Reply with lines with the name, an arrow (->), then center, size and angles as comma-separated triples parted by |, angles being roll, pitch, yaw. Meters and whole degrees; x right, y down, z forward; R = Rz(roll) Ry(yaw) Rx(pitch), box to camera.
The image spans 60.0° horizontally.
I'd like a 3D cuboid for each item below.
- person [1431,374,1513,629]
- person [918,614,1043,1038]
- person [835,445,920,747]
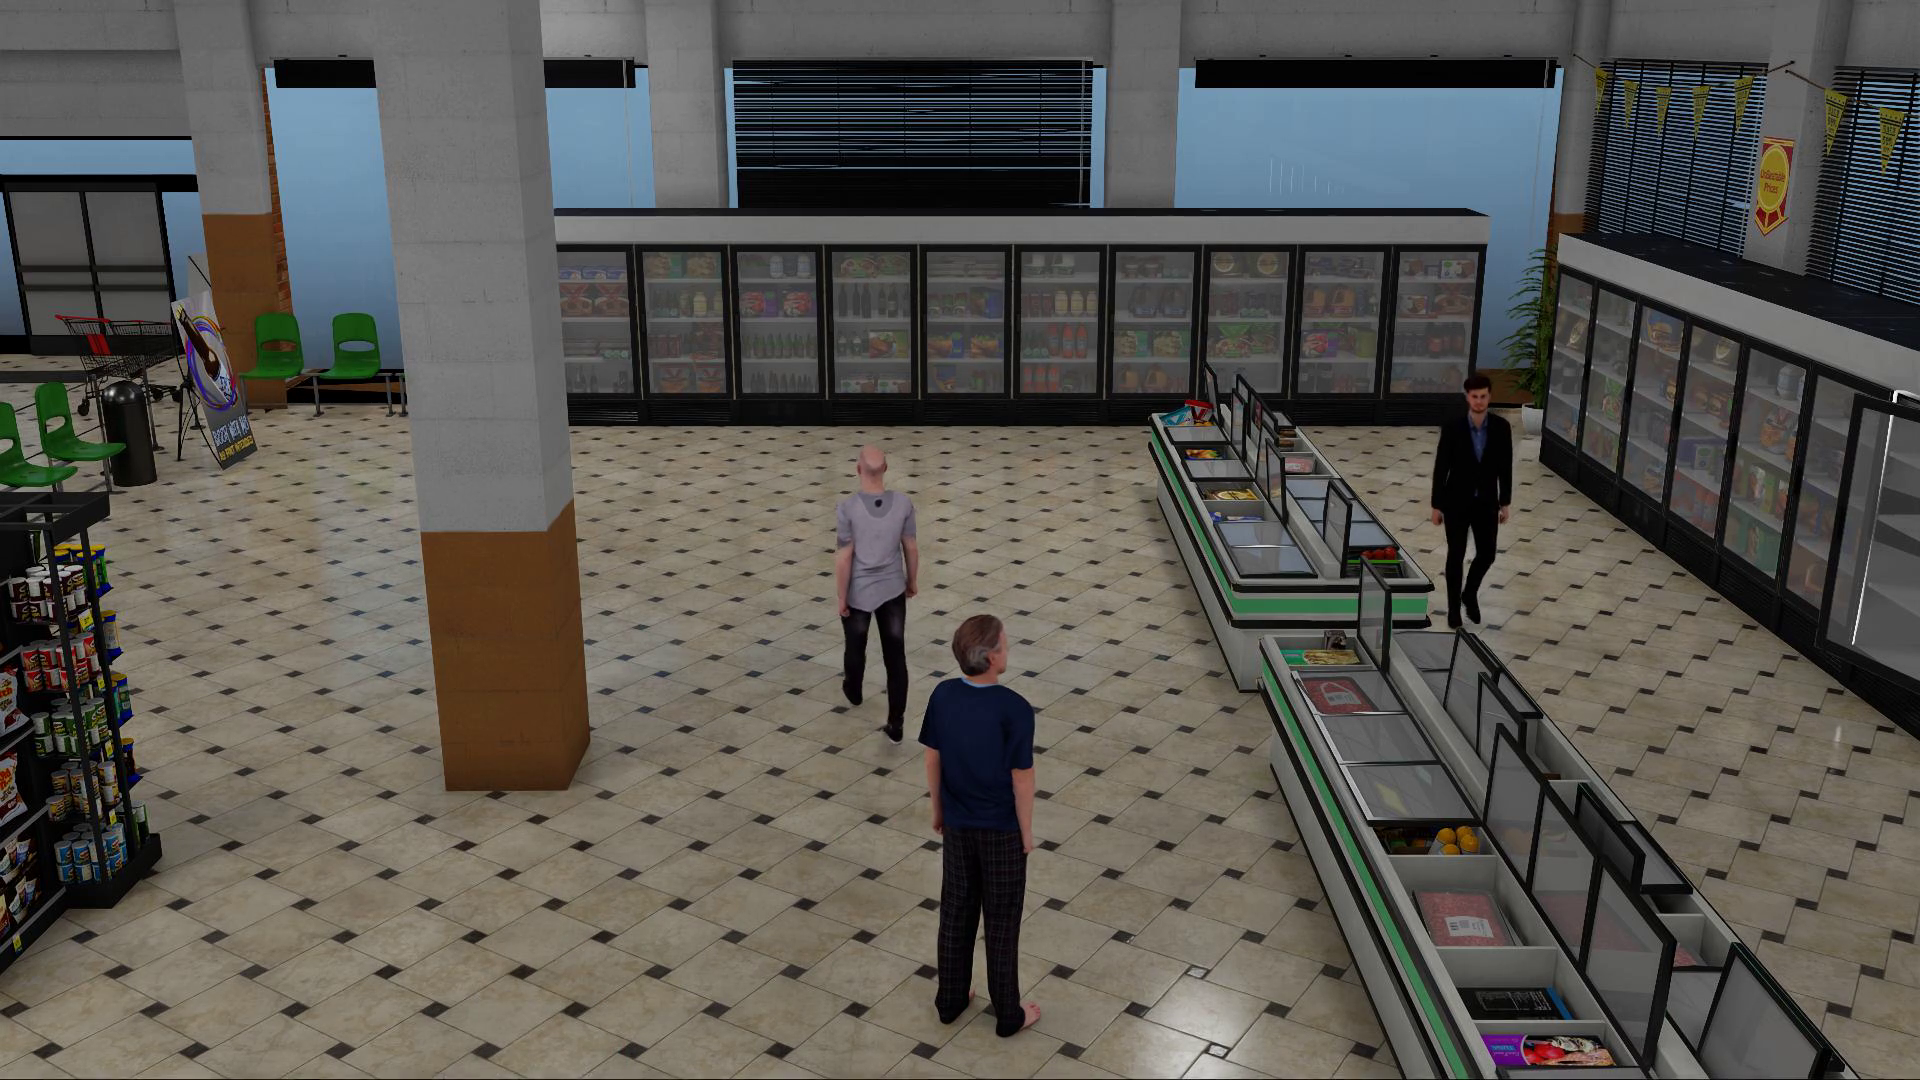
person -> 3.688, -0.296, 12.047 | 0.748, 1.873, 0.666 | 2, 17, 6
person -> 0.096, 1.213, 7.082 | 0.736, 1.870, 0.716 | 8, 19, 26
person -> -0.492, 0.369, 10.013 | 0.910, 1.782, 1.313 | -4, 17, -14
